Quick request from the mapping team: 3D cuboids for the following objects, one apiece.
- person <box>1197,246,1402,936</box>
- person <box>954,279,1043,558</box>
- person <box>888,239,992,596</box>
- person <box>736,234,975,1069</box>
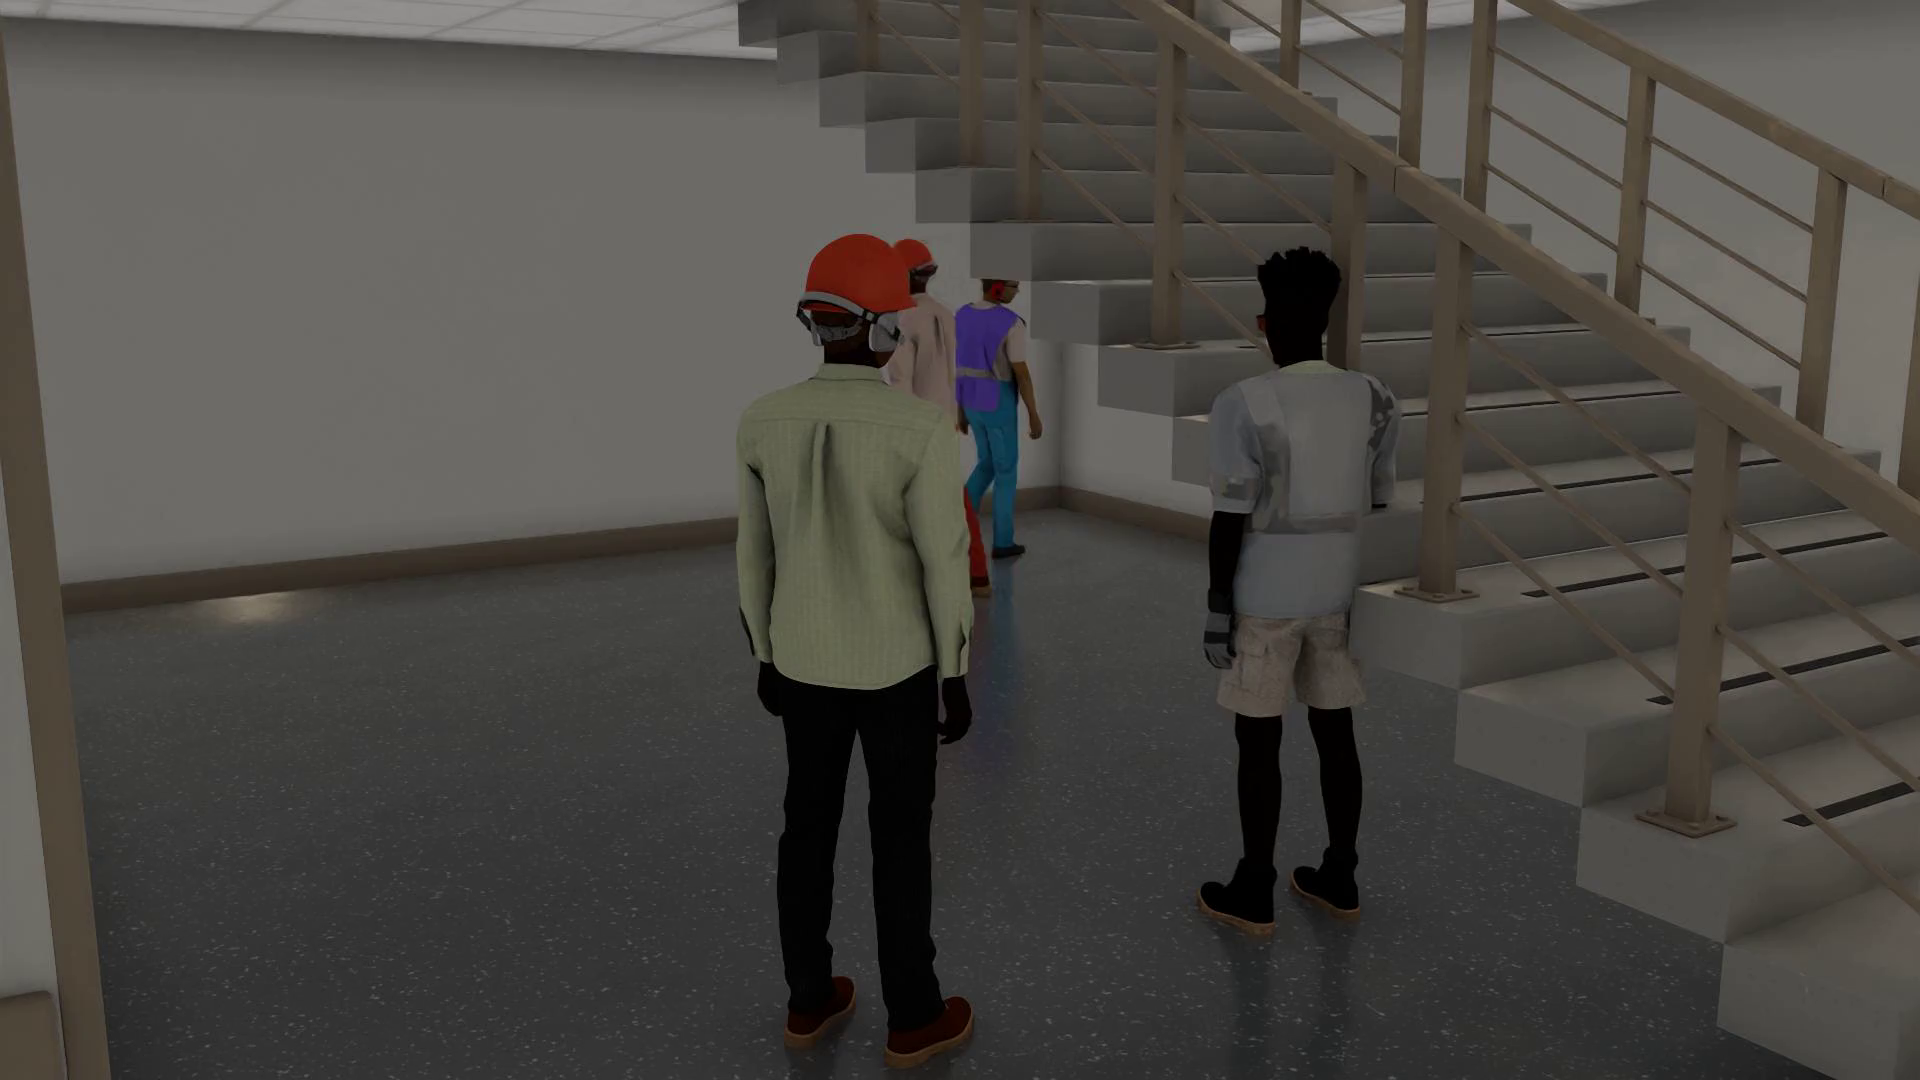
[{"bbox_3d":[0.963,0.151,4.775,0.599,1.955,0.368,-4,12,-21],"label":"person"},{"bbox_3d":[0.206,-0.776,10.015,0.473,1.815,0.597,-10,14,-41],"label":"person"},{"bbox_3d":[-0.248,-0.664,9.104,1.043,1.934,0.633,7,13,34],"label":"person"},{"bbox_3d":[-0.241,0.278,4.003,0.611,1.996,0.379,5,12,25],"label":"person"}]
